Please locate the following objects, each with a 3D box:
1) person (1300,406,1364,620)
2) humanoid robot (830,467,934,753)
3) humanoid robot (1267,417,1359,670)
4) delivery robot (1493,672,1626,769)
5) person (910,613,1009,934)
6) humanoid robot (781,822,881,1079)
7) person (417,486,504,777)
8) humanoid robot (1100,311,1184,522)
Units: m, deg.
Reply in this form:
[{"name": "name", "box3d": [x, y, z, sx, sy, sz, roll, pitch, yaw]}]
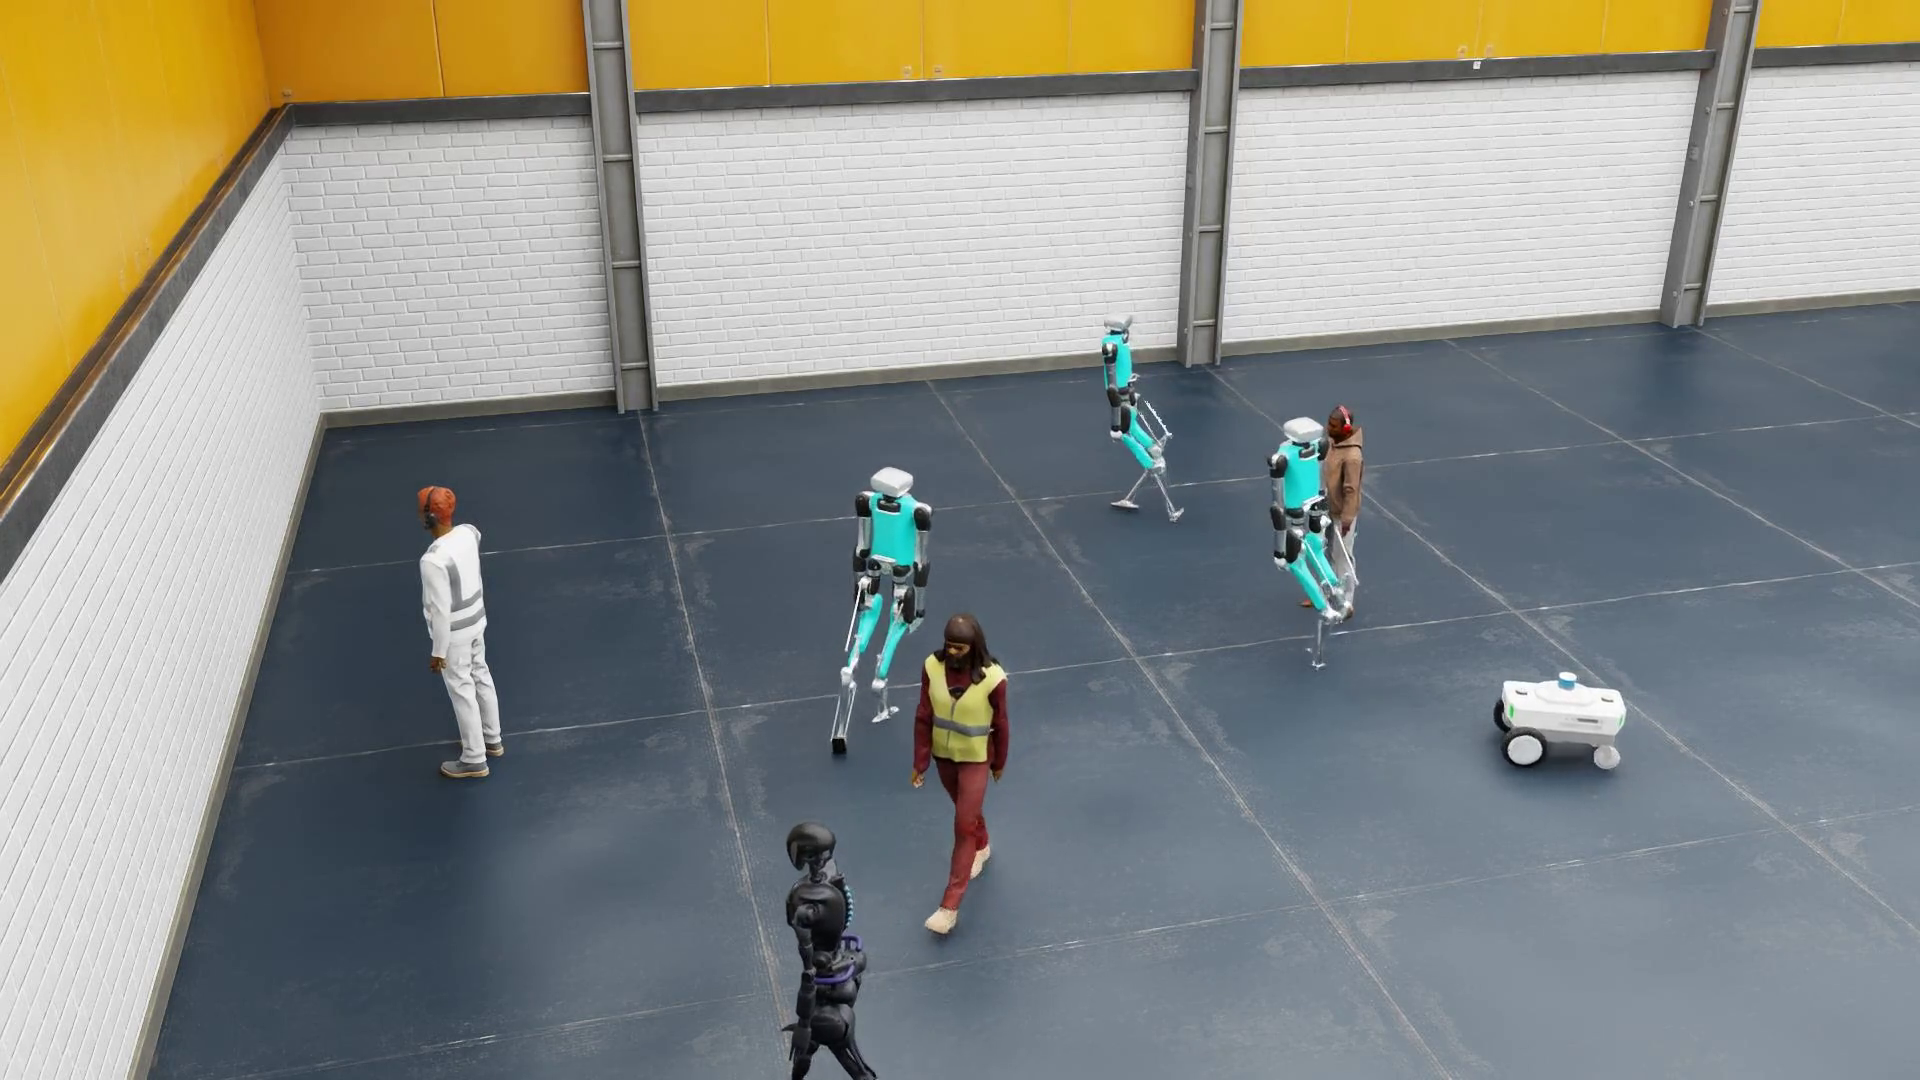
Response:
[{"name": "person", "box3d": [2.752, -0.199, 12.106, 0.309, 1.644, 0.460, -9, 25, -19]}, {"name": "humanoid robot", "box3d": [-0.575, 0.509, 10.419, 0.541, 1.792, 0.921, 11, 26, 24]}, {"name": "humanoid robot", "box3d": [2.478, 0.103, 11.365, 0.560, 1.824, 0.762, -18, 30, -36]}, {"name": "delivery robot", "box3d": [3.752, 1.124, 10.474, 0.796, 0.613, 0.499, 4, 24, 10]}, {"name": "person", "box3d": [-0.011, 1.187, 8.861, 0.470, 1.718, 0.944, 11, 26, 23]}, {"name": "humanoid robot", "box3d": [-0.554, 1.955, 7.264, 0.843, 1.620, 0.590, 4, 24, 8]}, {"name": "person", "box3d": [-3.053, 0.555, 10.097, 0.340, 1.882, 0.582, 4, 24, 10]}, {"name": "humanoid robot", "box3d": [1.573, -0.965, 13.814, 0.856, 1.852, 0.545, 7, 25, 16]}]
